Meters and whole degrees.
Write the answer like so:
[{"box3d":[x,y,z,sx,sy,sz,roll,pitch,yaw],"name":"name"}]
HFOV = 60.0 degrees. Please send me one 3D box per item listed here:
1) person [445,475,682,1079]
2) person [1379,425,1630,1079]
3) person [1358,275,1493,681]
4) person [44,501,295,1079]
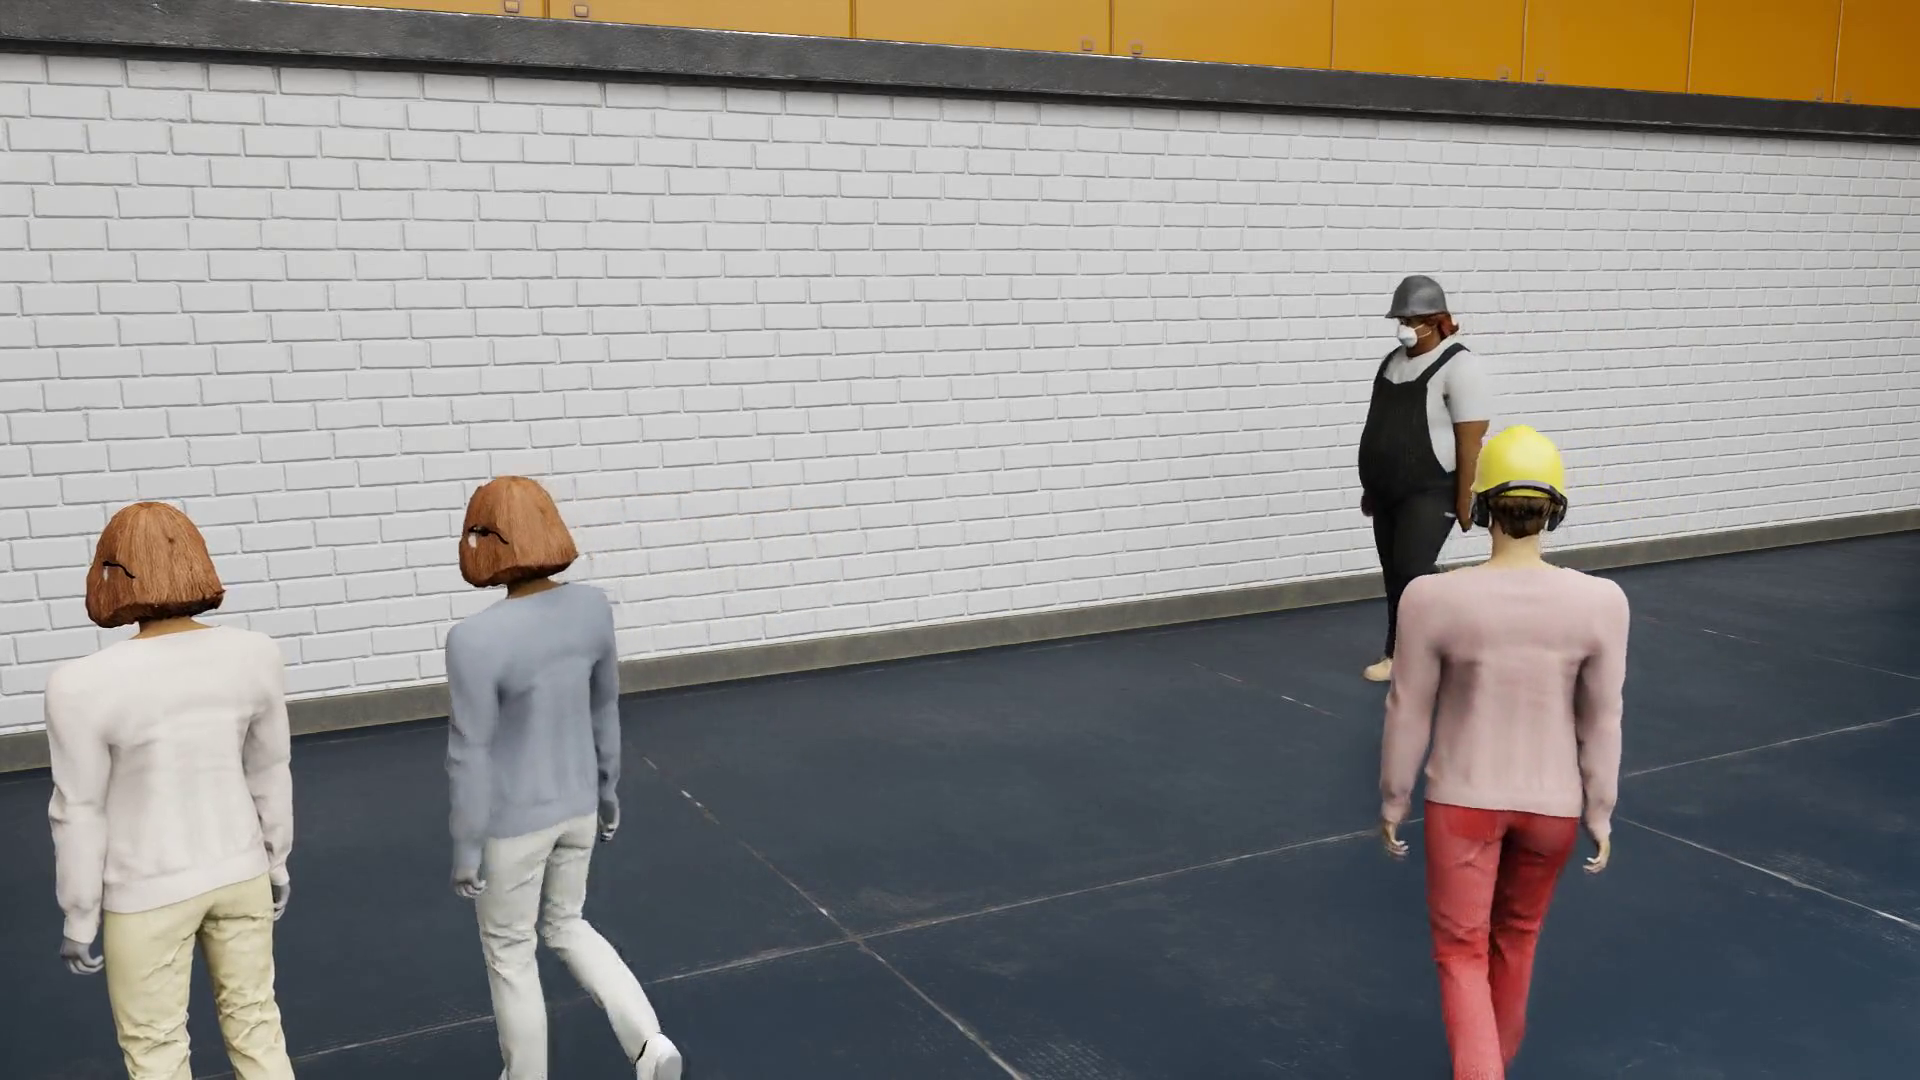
[{"box3d":[-0.953,0.653,3.876,0.541,1.616,0.513,6,11,30],"name":"person"},{"box3d":[1.245,0.610,3.813,0.527,1.740,0.811,1,10,5],"name":"person"},{"box3d":[2.203,-0.291,8.118,0.537,2.000,0.691,-4,11,-22],"name":"person"},{"box3d":[-1.602,0.730,3.443,0.280,1.624,0.494,7,12,34],"name":"person"}]
